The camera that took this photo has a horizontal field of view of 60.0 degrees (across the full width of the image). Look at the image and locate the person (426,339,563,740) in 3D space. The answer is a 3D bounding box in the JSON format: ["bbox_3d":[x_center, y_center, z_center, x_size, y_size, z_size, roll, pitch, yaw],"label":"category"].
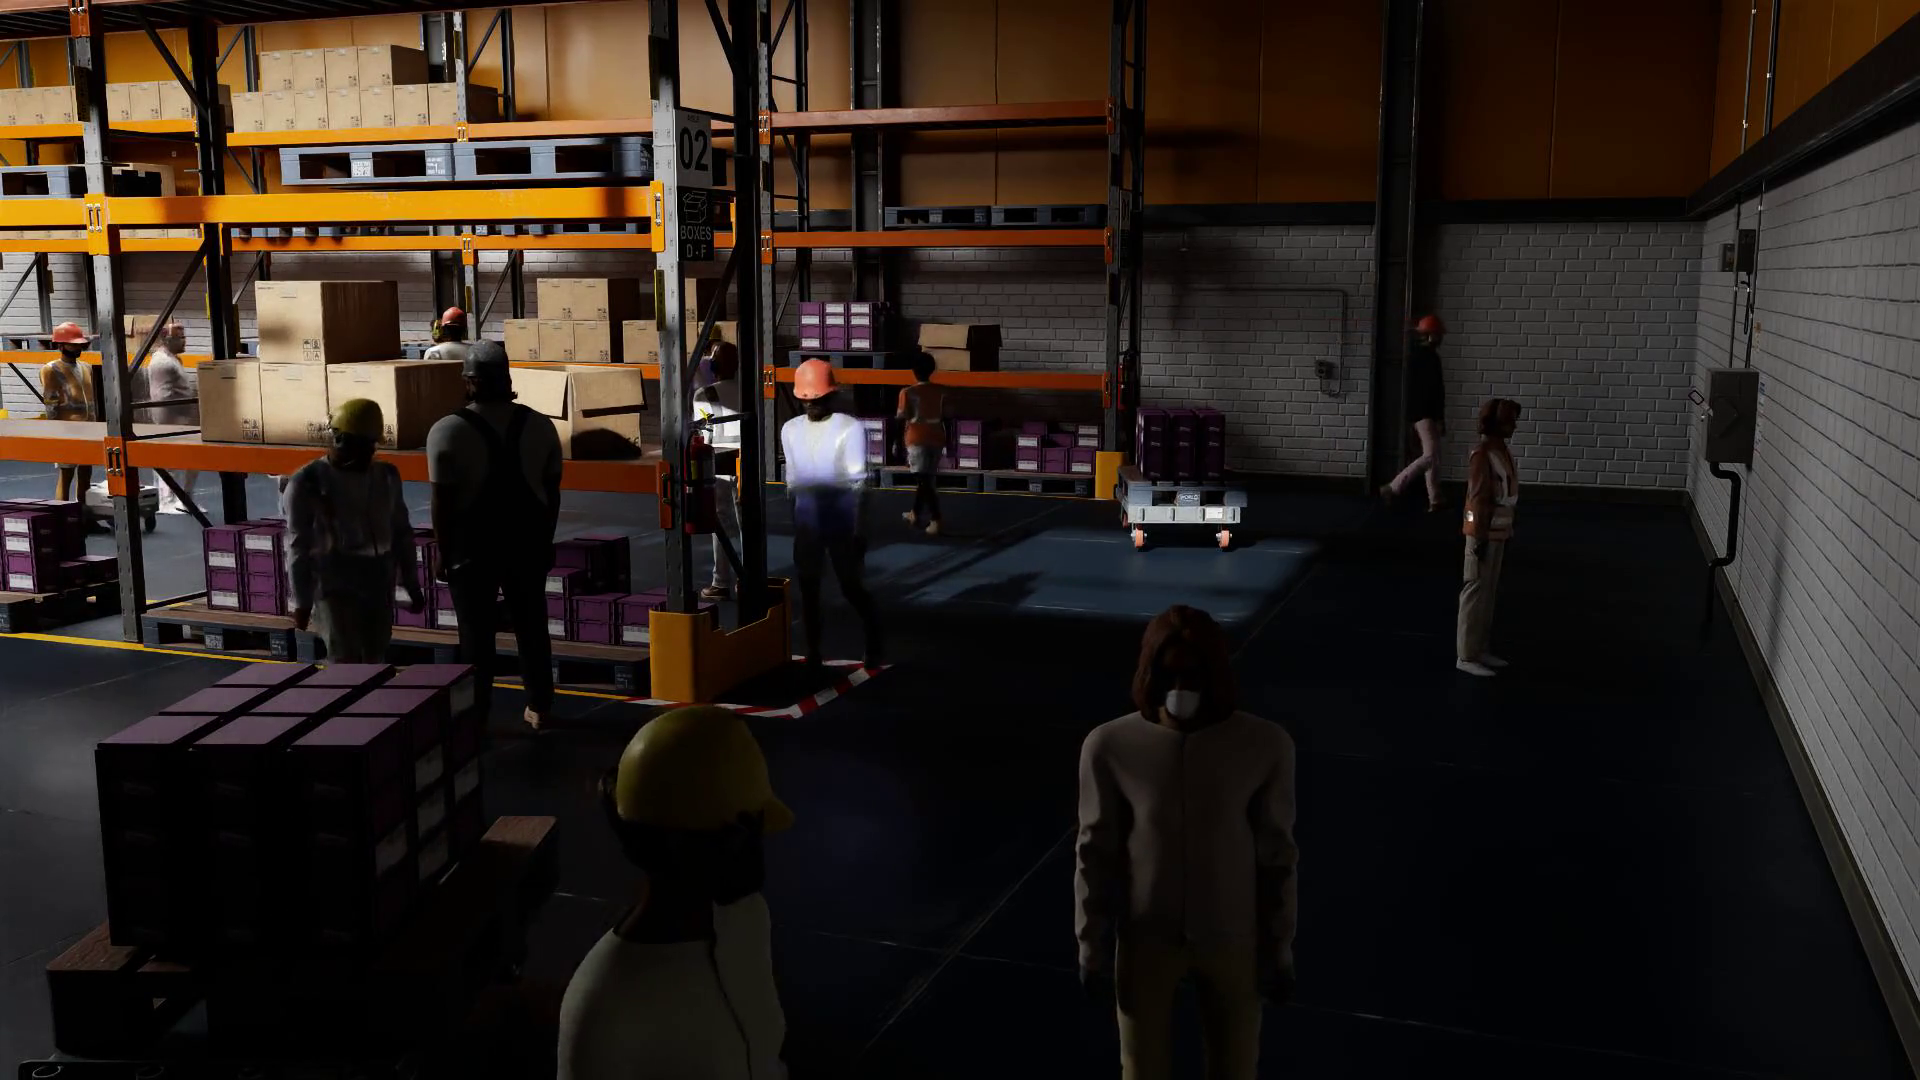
[{"bbox_3d":[-2.402,-0.011,8.524,0.681,2.000,0.538,-6,11,-34],"label":"person"}]

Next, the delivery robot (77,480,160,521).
[{"bbox_3d":[-7.718,-0.387,15.246,0.707,0.478,0.477,3,9,15],"label":"delivery robot"}]

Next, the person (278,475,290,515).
[{"bbox_3d":[-4.962,-0.580,12.458,0.390,1.941,0.553,0,9,3],"label":"person"}]

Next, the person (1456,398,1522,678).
[{"bbox_3d":[3.133,-0.020,9.851,0.311,1.636,0.523,6,11,32],"label":"person"}]

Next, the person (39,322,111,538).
[{"bbox_3d":[-7.939,-0.981,14.941,0.356,1.936,0.551,2,9,13],"label":"person"}]

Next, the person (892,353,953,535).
[{"bbox_3d":[-0.350,-0.892,15.272,0.549,1.646,0.865,-6,11,-32],"label":"person"}]

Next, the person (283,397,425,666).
[{"bbox_3d":[-2.929,0.208,7.937,0.759,1.792,0.598,7,11,36],"label":"person"}]

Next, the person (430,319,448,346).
[{"bbox_3d":[-6.049,-1.684,19.652,0.440,1.842,0.594,3,9,18],"label":"person"}]

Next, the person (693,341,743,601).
[{"bbox_3d":[-1.682,-0.497,12.077,0.574,1.883,0.356,-8,12,-40],"label":"person"}]

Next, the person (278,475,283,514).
[{"bbox_3d":[-6.129,-0.996,15.375,0.631,1.836,0.429,-6,11,-34],"label":"person"}]

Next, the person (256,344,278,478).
[{"bbox_3d":[-7.856,-1.695,19.335,0.367,1.966,0.607,8,12,42],"label":"person"}]

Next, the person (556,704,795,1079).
[{"bbox_3d":[-0.425,1.093,2.524,0.730,1.747,0.539,3,10,20],"label":"person"}]

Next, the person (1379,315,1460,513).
[{"bbox_3d":[4.559,-1.223,16.349,0.814,1.972,0.643,0,9,0],"label":"person"}]

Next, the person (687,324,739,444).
[{"bbox_3d":[-2.366,-1.095,15.740,0.624,1.901,0.755,-4,10,-21],"label":"person"}]

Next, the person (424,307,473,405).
[{"bbox_3d":[-4.919,-1.254,16.318,0.605,2.045,0.379,-4,10,-21],"label":"person"}]

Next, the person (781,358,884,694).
[{"bbox_3d":[-0.720,-0.109,9.584,0.563,1.904,0.788,3,10,20],"label":"person"}]

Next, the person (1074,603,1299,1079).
[{"bbox_3d":[0.518,0.943,3.843,0.512,1.622,0.289,1,9,6],"label":"person"}]

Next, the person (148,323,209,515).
[{"bbox_3d":[-7.640,-1.171,16.311,0.640,1.883,0.672,-3,10,-21],"label":"person"}]
